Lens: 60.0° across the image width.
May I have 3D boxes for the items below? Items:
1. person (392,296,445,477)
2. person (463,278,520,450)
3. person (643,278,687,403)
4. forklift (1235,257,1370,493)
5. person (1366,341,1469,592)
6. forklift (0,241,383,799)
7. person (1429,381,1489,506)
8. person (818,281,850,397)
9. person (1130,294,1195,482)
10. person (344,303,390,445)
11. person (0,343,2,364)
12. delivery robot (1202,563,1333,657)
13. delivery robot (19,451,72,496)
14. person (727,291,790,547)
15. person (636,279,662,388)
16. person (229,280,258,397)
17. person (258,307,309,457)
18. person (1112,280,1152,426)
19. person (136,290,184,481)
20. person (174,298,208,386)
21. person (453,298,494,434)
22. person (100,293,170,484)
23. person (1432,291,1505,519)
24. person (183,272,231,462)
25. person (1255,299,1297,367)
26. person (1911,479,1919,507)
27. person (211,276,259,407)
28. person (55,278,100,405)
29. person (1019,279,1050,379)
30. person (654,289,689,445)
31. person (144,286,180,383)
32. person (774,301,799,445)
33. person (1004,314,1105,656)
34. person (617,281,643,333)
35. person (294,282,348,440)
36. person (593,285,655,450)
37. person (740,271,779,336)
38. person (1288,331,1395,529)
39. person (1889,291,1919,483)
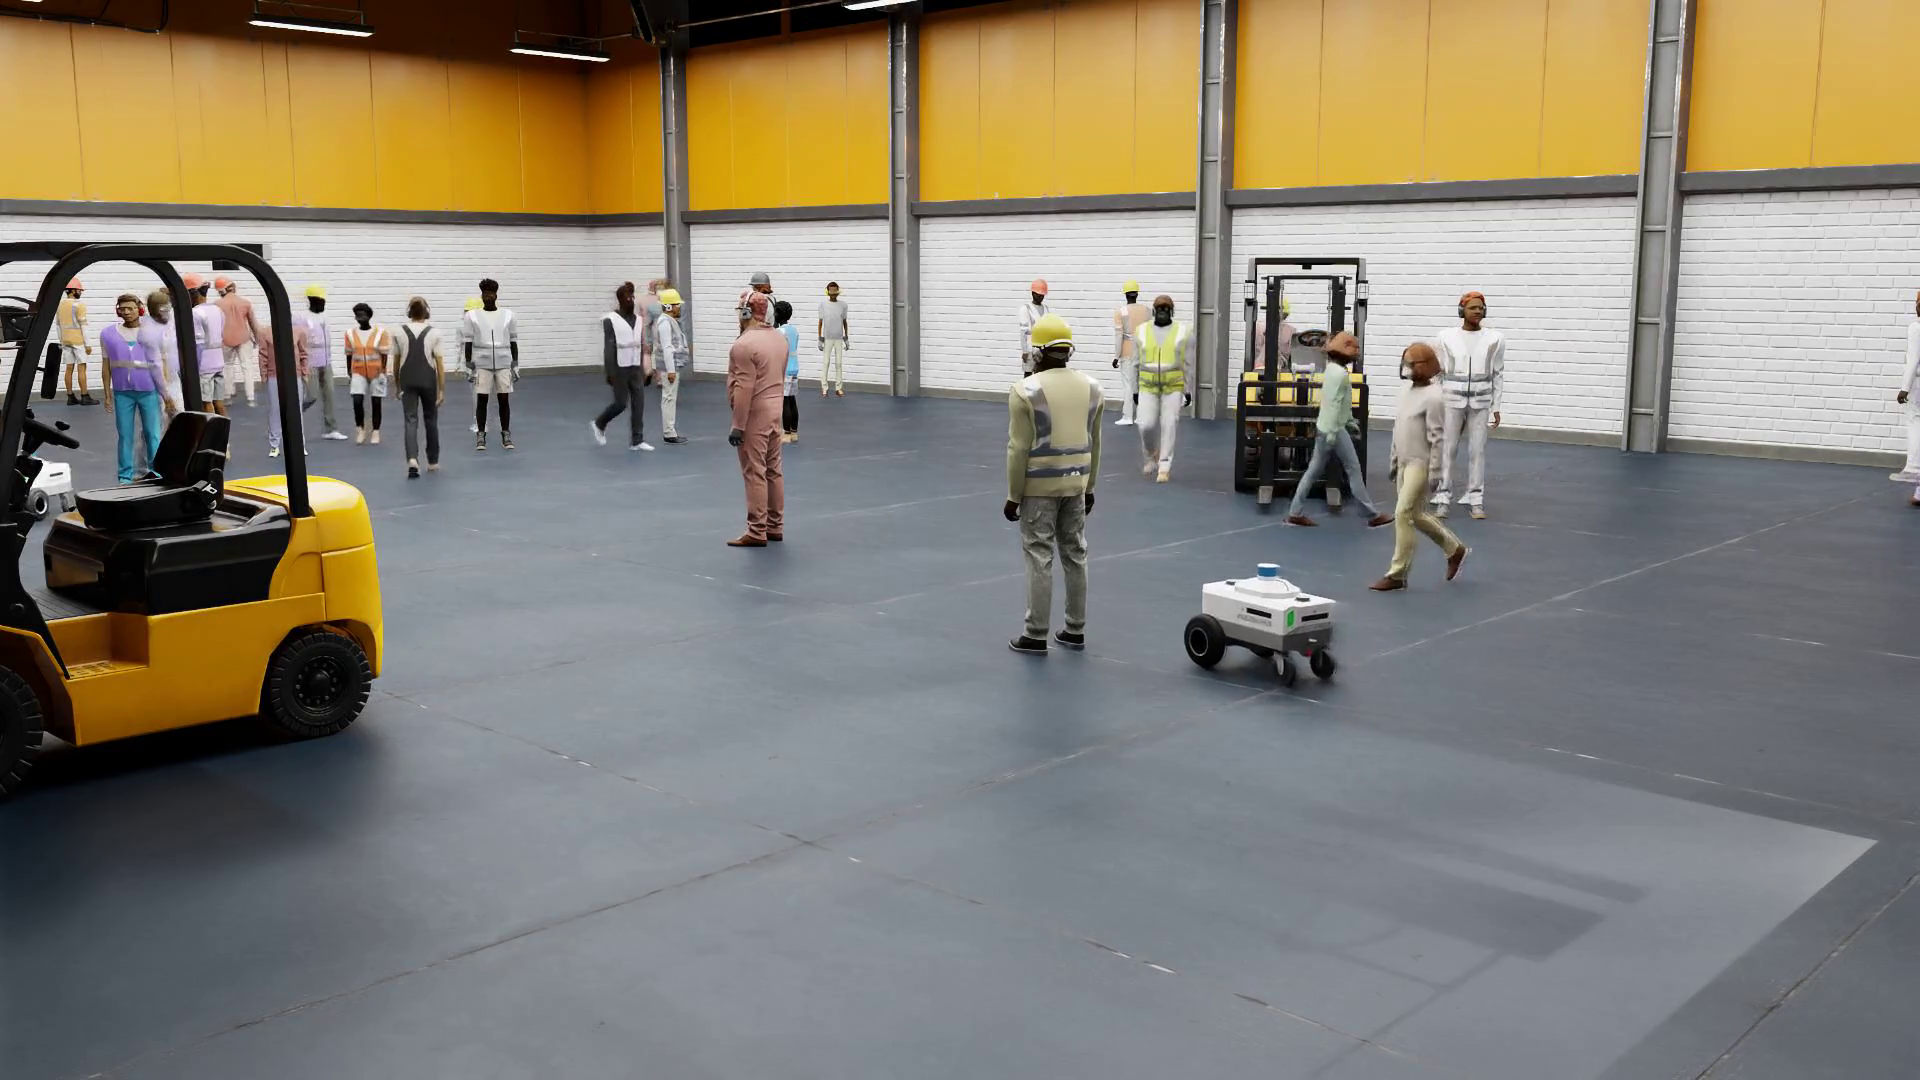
[{"bbox_3d":[-5.432,-1.543,16.703,0.515,1.811,0.918,-2,10,-13],"label":"person"},{"bbox_3d":[-5.368,-2.014,19.087,0.614,1.963,0.361,-4,10,-21],"label":"person"},{"bbox_3d":[-4.457,-2.950,24.951,0.660,1.921,0.542,3,10,16],"label":"person"},{"bbox_3d":[3.309,-1.629,16.029,1.214,2.155,2.313,2,9,11],"label":"forklift"},{"bbox_3d":[2.978,-0.475,10.702,0.688,1.611,0.506,-2,9,-11],"label":"person"},{"bbox_3d":[-3.706,-0.171,7.093,1.214,2.155,2.313,9,13,43],"label":"forklift"},{"bbox_3d":[4.367,-1.070,14.420,0.714,1.589,0.513,-9,13,-42],"label":"person"},{"bbox_3d":[-2.043,-3.245,26.931,0.514,1.871,0.327,-3,10,-16],"label":"person"},{"bbox_3d":[1.963,-1.472,16.204,0.628,1.828,0.442,2,10,14],"label":"person"},{"bbox_3d":[-6.941,-1.935,19.489,0.531,1.672,0.512,-2,9,-9],"label":"person"},{"bbox_3d":[-12.786,-2.489,21.905,0.376,1.997,0.612,-3,10,-20],"label":"person"},{"bbox_3d":[1.573,0.365,8.532,0.477,0.478,0.707,-6,11,-32],"label":"delivery robot"},{"bbox_3d":[-7.764,-0.505,13.867,0.477,0.478,0.707,1,9,6],"label":"delivery robot"},{"bbox_3d":[-1.539,-0.901,12.451,0.409,1.908,0.639,4,10,22],"label":"person"},{"bbox_3d":[-5.287,-3.574,28.881,0.665,1.896,0.431,-2,9,-11],"label":"person"},{"bbox_3d":[-11.727,-3.250,26.883,0.691,1.894,0.539,-6,11,-34],"label":"person"},{"bbox_3d":[-7.457,-1.793,18.370,0.522,1.762,0.320,-4,10,-24],"label":"person"},{"bbox_3d":[2.271,-2.474,22.038,0.589,1.924,0.384,-5,11,-29],"label":"person"},{"bbox_3d":[-7.422,-1.397,15.606,0.844,1.871,0.696,1,9,6],"label":"person"},{"bbox_3d":[-8.352,-1.843,18.137,0.377,1.932,0.552,-5,11,-29],"label":"person"},{"bbox_3d":[-6.080,-2.154,20.759,0.495,1.706,0.865,1,9,9],"label":"person"},{"bbox_3d":[-7.623,-1.355,15.409,0.564,1.847,0.396,-3,10,-18],"label":"person"},{"bbox_3d":[4.207,-1.113,13.815,0.575,1.885,0.355,2,9,11],"label":"person"},{"bbox_3d":[-8.027,-1.814,17.645,0.391,2.037,0.605,0,9,3],"label":"person"},{"bbox_3d":[3.872,-2.156,20.734,0.558,1.716,0.823,-2,9,-12],"label":"person"},{"bbox_3d":[8.542,-1.136,14.028,0.424,1.863,0.719,-2,10,-15],"label":"person"},{"bbox_3d":[-10.953,-3.002,25.167,0.764,1.947,0.878,-8,12,-40],"label":"person"},{"bbox_3d":[-13.439,-3.006,25.278,0.543,1.932,0.376,3,10,17],"label":"person"},{"bbox_3d":[1.072,-2.659,23.169,0.544,1.927,0.384,-8,12,-42],"label":"person"},{"bbox_3d":[-3.403,-2.043,19.671,0.403,1.834,0.589,-1,9,-9],"label":"person"},{"bbox_3d":[-11.186,-2.670,23.564,0.629,1.829,0.442,-4,10,-23],"label":"person"},{"bbox_3d":[-2.079,-1.974,19.670,0.316,1.696,0.541,3,10,15],"label":"person"},{"bbox_3d":[0.487,-0.293,8.945,0.590,1.833,0.404,-6,11,-32],"label":"person"},{"bbox_3d":[-5.829,-3.672,29.589,0.541,1.854,0.629,-6,11,-35],"label":"person"},{"bbox_3d":[-7.819,-2.154,20.109,0.723,1.907,0.606,3,10,17],"label":"person"},{"bbox_3d":[-3.865,-1.969,19.031,0.725,1.898,0.597,6,11,31],"label":"person"},{"bbox_3d":[-2.787,-2.704,23.092,0.535,2.000,0.674,2,9,11],"label":"person"},{"bbox_3d":[3.042,-0.869,13.256,0.864,1.580,0.489,0,9,1],"label":"person"},{"bbox_3d":[9.359,-1.497,16.169,0.585,1.882,0.340,-4,10,-25],"label":"person"}]
